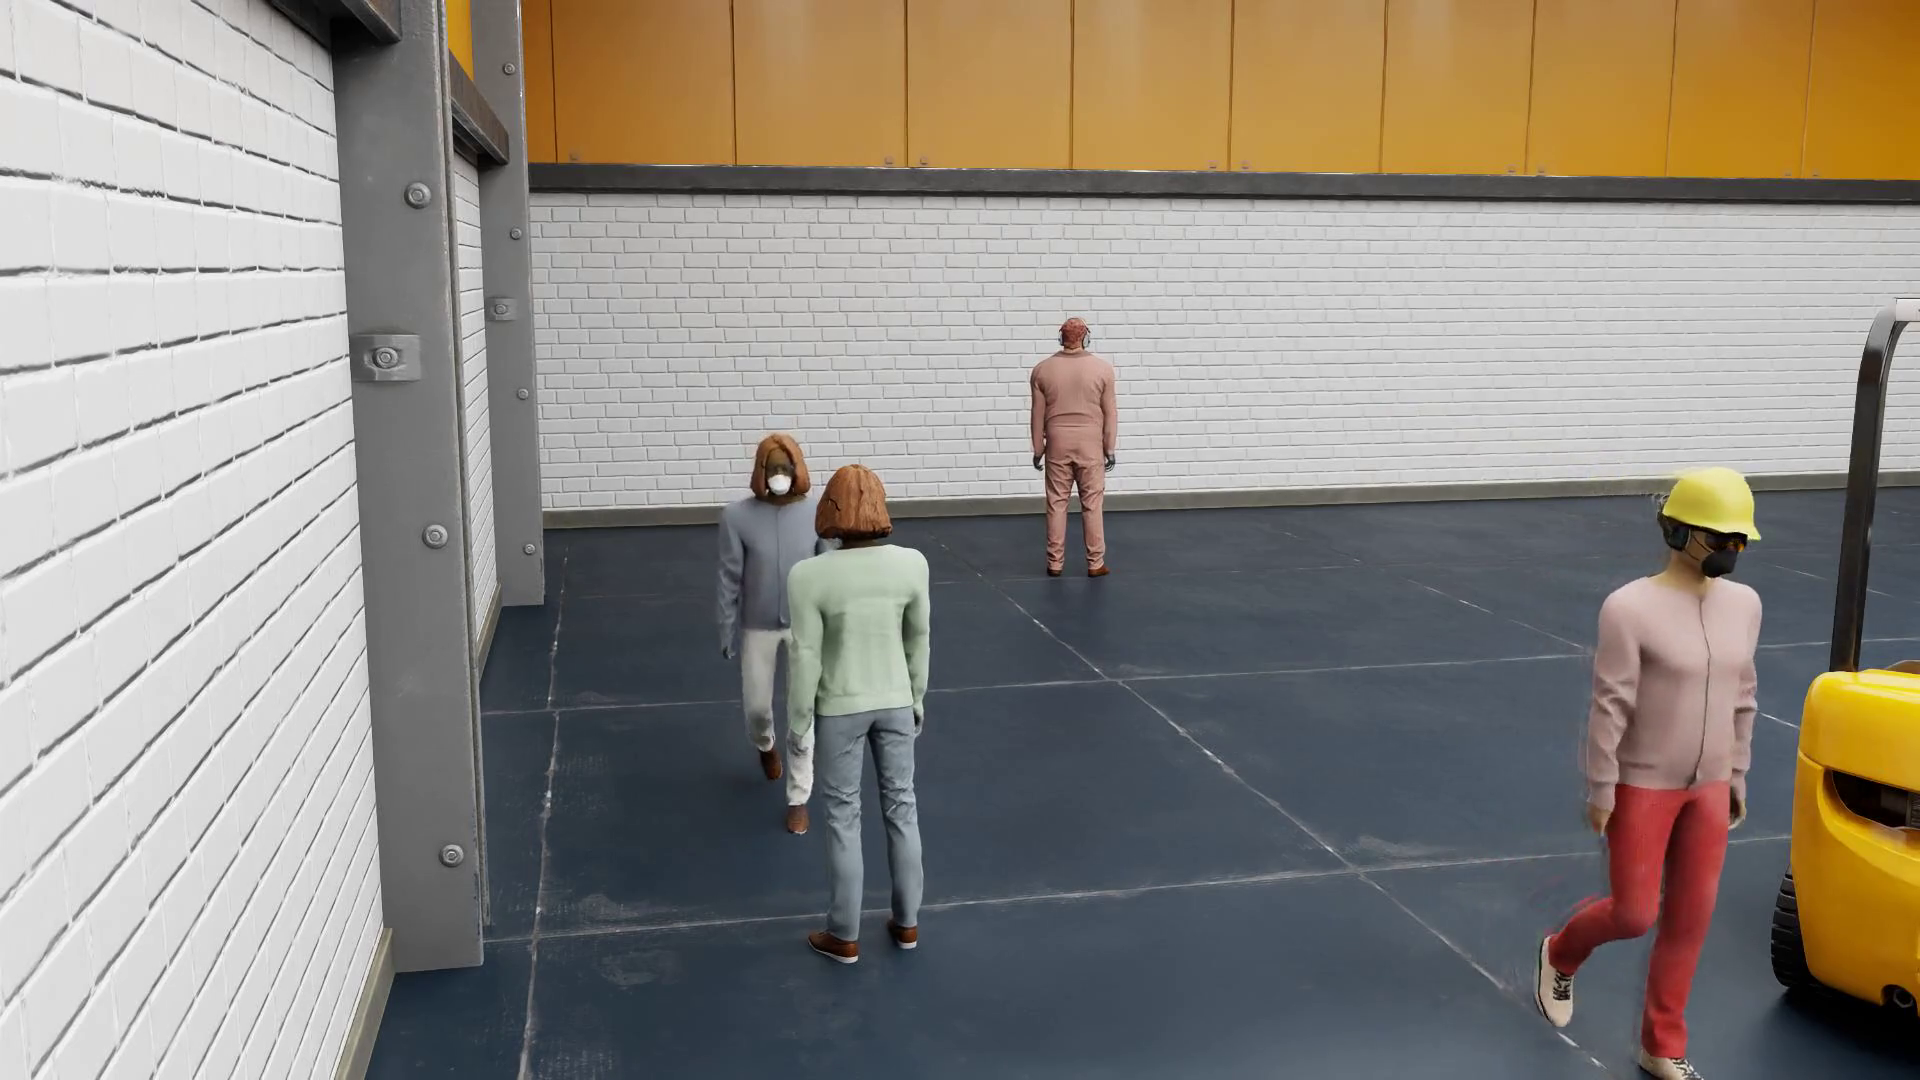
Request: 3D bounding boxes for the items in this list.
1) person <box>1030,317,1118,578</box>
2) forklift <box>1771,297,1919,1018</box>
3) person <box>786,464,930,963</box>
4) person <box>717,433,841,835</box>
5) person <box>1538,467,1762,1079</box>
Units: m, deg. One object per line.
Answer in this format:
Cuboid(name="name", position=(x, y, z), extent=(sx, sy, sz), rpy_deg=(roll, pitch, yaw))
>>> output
Cuboid(name="person", position=(0.841, -0.674, 12.192), extent=(0.636, 1.910, 0.404), rpy_deg=(2, 10, 11))
Cuboid(name="forklift", position=(3.542, 0.334, 5.177), extent=(2.313, 2.155, 1.214), rpy_deg=(-9, 13, -43))
Cuboid(name="person", position=(-0.330, 0.567, 5.455), extent=(0.499, 1.634, 0.285), rpy_deg=(-4, 10, -25))
Cuboid(name="person", position=(-0.739, 0.344, 6.883), extent=(0.510, 1.614, 0.677), rpy_deg=(-1, 9, -6))
Cuboid(name="person", position=(1.934, 0.648, 4.626), extent=(0.522, 1.748, 0.526), rpy_deg=(-3, 10, -19))
